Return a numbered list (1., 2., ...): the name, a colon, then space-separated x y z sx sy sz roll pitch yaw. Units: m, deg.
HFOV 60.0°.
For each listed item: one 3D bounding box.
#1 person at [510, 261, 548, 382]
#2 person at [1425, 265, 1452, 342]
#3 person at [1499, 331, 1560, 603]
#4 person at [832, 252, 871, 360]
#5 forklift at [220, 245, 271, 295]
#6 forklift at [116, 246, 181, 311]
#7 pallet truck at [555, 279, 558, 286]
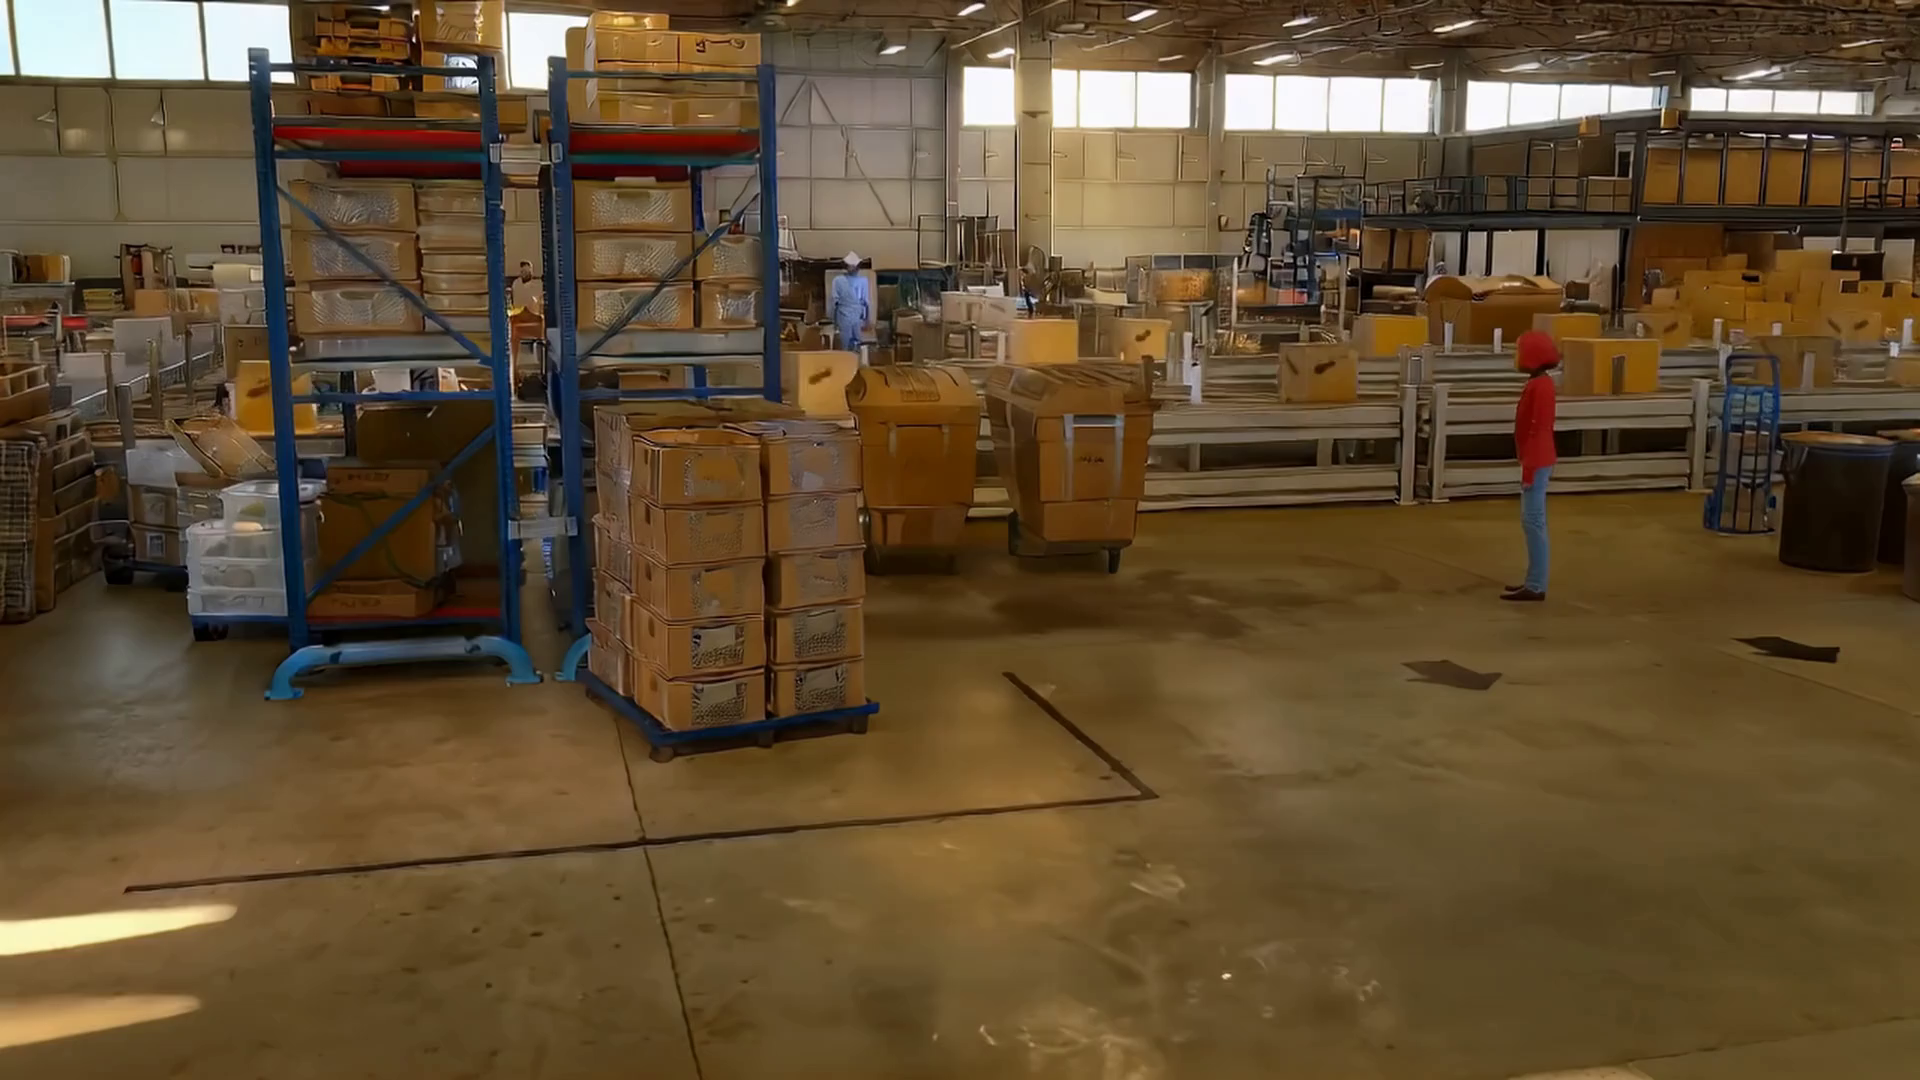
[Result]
1. person: -6.807 -3.441 26.233 0.637 1.900 0.404 2 10 12
2. person: 9.374 -4.523 32.721 0.636 1.769 0.613 -9 14 -42
3. person: 3.427 -0.434 9.972 0.281 1.624 0.493 3 11 18
4. person: -1.653 -3.403 25.597 0.615 2.039 0.387 -5 11 -27
5. forklift: -17.749 -6.334 41.440 1.157 1.987 2.680 -3 10 -17
6. forklift: -19.966 -6.232 40.894 1.157 1.987 2.680 -3 10 -15
7. pallet truck: -10.604 -6.375 44.520 0.653 1.274 1.630 -3 10 -15
